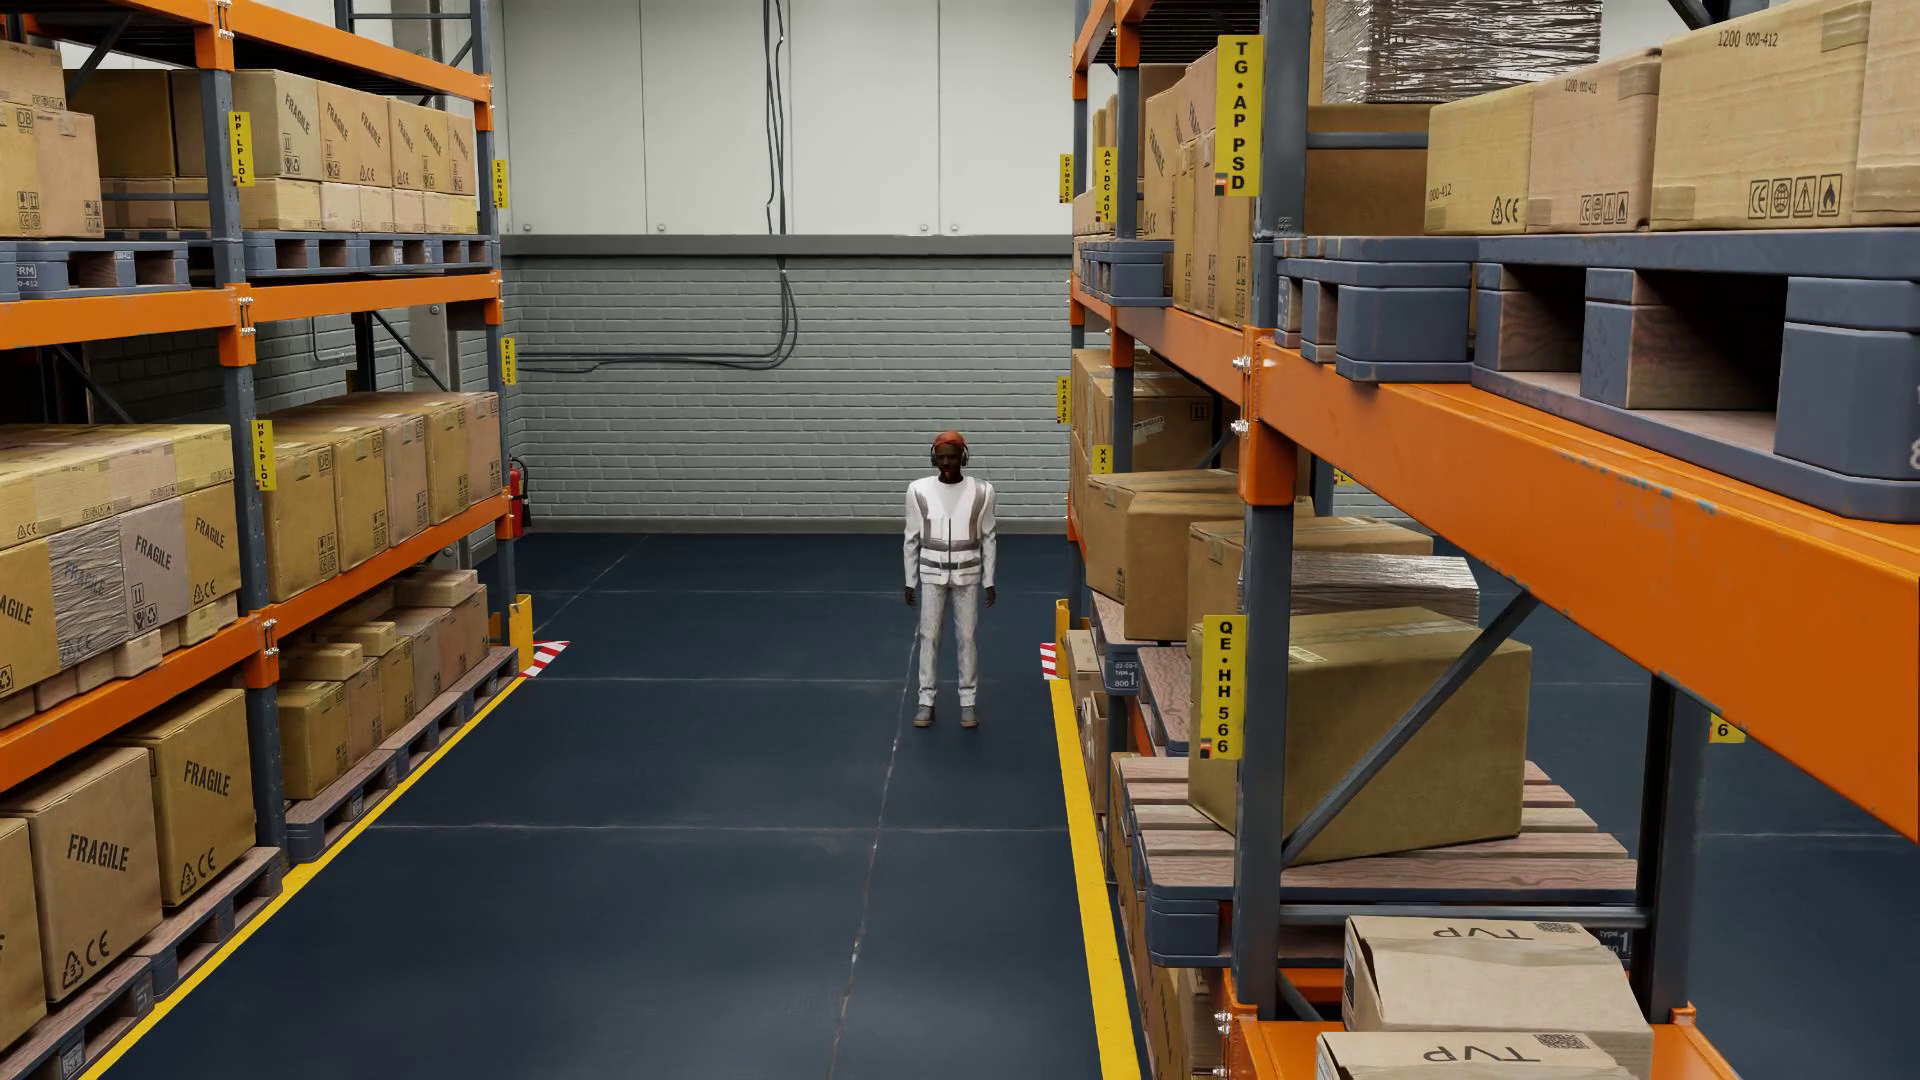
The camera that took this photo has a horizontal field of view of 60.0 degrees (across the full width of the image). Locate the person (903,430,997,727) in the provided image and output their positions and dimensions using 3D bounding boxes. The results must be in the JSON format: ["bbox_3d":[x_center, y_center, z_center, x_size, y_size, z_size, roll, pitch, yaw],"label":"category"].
[{"bbox_3d":[-0.063,0.248,10.464,0.583,1.882,0.337,0,10,2],"label":"person"}]
